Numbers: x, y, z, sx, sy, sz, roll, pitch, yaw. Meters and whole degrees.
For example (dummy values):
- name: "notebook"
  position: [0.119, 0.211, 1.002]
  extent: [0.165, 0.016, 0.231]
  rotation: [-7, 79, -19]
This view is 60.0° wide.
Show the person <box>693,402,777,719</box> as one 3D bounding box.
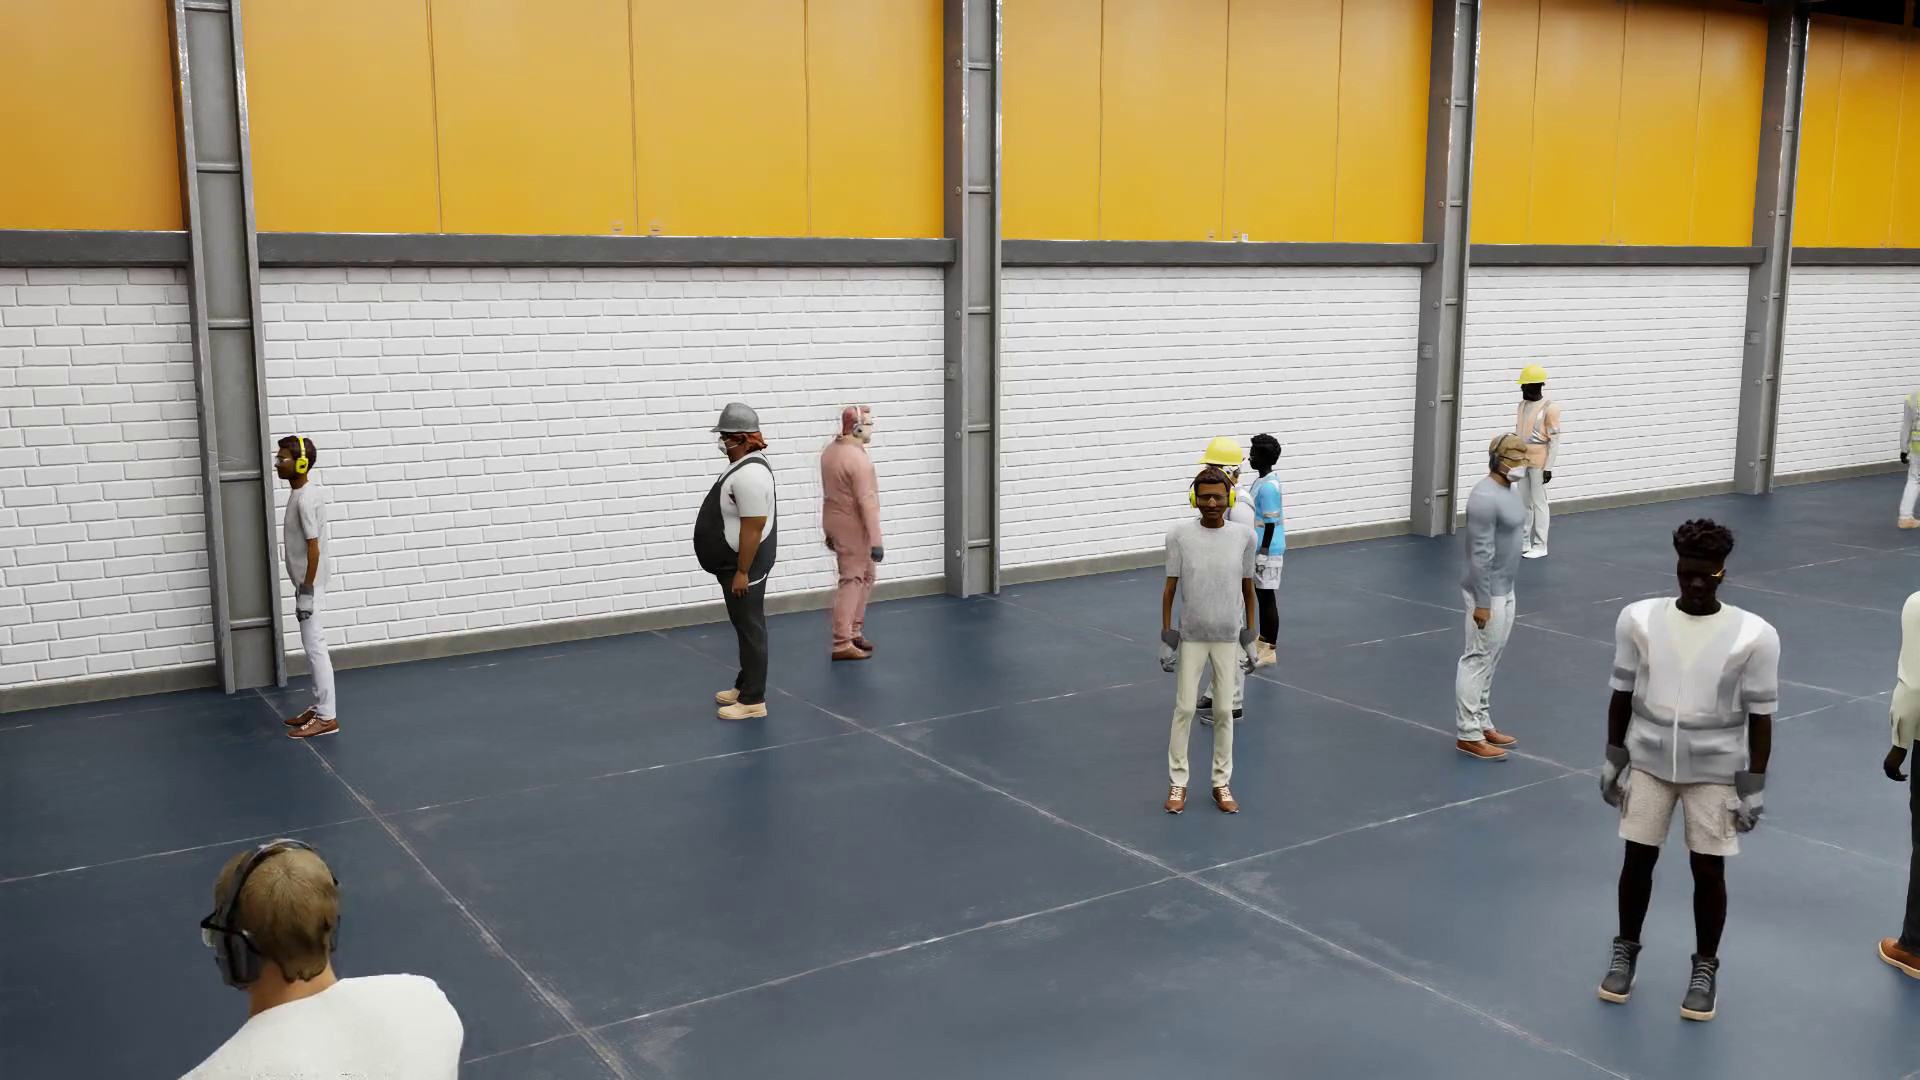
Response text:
- name: "person"
  position: [-1.449, 0.126, 10.751]
  extent: [0.538, 2.000, 0.684]
  rotation: [-1, 10, -8]

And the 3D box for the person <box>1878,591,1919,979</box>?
- name: "person"
  position: [4.086, 0.811, 6.760]
  extent: [0.612, 1.995, 0.382]
  rotation: [1, 9, 4]

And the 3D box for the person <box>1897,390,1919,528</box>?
- name: "person"
  position: [10.593, -0.981, 18.082]
  extent: [0.636, 1.823, 0.520]
  rotation: [9, 13, 43]

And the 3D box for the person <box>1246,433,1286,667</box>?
- name: "person"
  position: [2.202, 0.072, 12.108]
  extent: [0.318, 1.697, 0.535]
  rotation: [1, 9, 4]

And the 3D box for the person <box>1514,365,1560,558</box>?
- name: "person"
  position: [5.687, -0.780, 16.552]
  extent: [0.372, 1.923, 0.594]
  rotation: [-3, 10, -18]

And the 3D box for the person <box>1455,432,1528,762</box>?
- name: "person"
  position: [3.163, 0.323, 9.878]
  extent: [0.369, 1.935, 0.630]
  rotation: [6, 11, 31]

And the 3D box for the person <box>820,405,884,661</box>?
- name: "person"
  position: [-0.736, -0.051, 12.253]
  extent: [0.560, 1.888, 0.682]
  rotation: [-4, 10, -24]

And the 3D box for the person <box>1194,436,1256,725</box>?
- name: "person"
  position: [1.659, 0.255, 10.592]
  extent: [0.403, 1.835, 0.587]
  rotation: [-1, 10, -7]

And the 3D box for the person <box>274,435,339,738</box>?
- name: "person"
  position: [-4.066, 0.283, 10.301]
  extent: [0.328, 1.876, 0.514]
  rotation: [-4, 10, -24]

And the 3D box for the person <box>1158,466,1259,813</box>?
- name: "person"
  position: [1.325, 0.530, 8.837]
  extent: [0.535, 1.866, 0.309]
  rotation: [0, 9, 1]

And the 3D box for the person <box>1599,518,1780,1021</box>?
- name: "person"
  position: [2.818, 0.877, 6.486]
  extent: [0.615, 1.958, 0.385]
  rotation: [7, 12, 36]

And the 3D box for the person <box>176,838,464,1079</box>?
- name: "person"
  position: [-1.159, 1.471, 3.011]
  extent: [0.455, 1.919, 0.623]
  rotation: [7, 12, 35]
